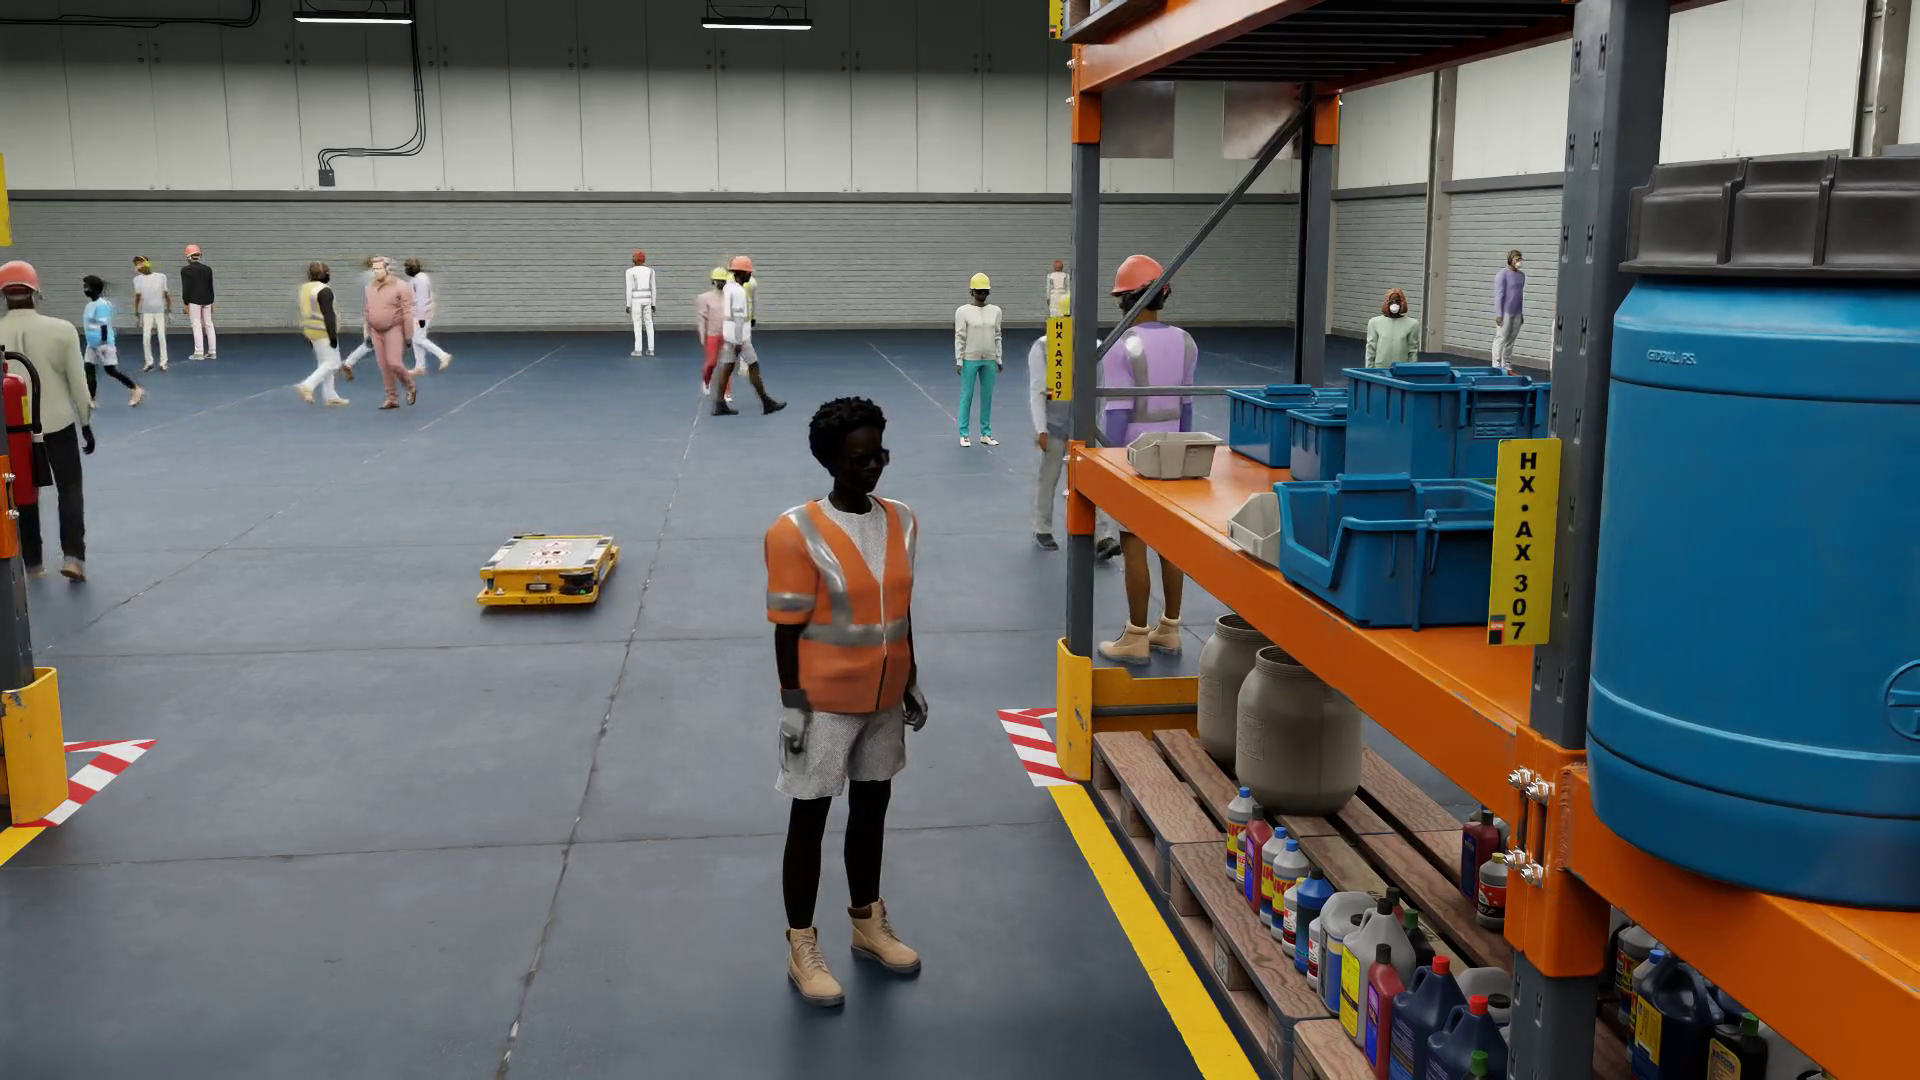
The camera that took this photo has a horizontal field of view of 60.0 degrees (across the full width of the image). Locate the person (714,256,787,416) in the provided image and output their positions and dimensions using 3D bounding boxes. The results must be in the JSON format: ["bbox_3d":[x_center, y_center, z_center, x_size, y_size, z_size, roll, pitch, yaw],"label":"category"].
[{"bbox_3d":[-2.552,-2.440,19.935,0.941,1.891,0.570,-5,12,-26],"label":"person"}]

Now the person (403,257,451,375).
[{"bbox_3d":[-8.285,-3.455,25.730,0.594,1.822,0.660,-5,11,-24],"label":"person"}]

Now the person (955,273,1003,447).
[{"bbox_3d":[0.203,-1.830,16.960,0.533,1.767,0.324,-5,11,-25],"label":"person"}]

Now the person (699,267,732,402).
[{"bbox_3d":[-3.154,-2.690,21.730,0.530,1.748,0.597,-4,11,-22],"label":"person"}]

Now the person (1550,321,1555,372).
[{"bbox_3d":[6.021,-1.640,16.297,0.503,1.629,0.283,-1,10,-7],"label":"person"}]

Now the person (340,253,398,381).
[{"bbox_3d":[-8.710,-3.272,24.520,0.921,1.898,0.629,-5,11,-24],"label":"person"}]

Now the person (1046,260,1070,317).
[{"bbox_3d":[2.073,-5.069,35.049,0.514,1.644,0.308,0,10,-1],"label":"person"}]

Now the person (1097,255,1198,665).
[{"bbox_3d":[0.904,-0.400,8.368,0.615,2.038,0.395,-9,14,-40],"label":"person"}]

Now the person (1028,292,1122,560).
[{"bbox_3d":[0.747,-0.764,11.066,0.598,1.779,0.943,-4,11,-19],"label":"person"}]

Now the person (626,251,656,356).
[{"bbox_3d":[-5.743,-4.255,29.929,0.585,1.882,0.337,-8,13,-37],"label":"person"}]

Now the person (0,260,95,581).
[{"bbox_3d":[-5.707,-0.717,10.273,0.624,2.002,0.477,-4,11,-19],"label":"person"}]

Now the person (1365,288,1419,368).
[{"bbox_3d":[4.202,-1.629,16.221,0.499,1.633,0.286,2,10,9],"label":"person"}]

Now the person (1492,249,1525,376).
[{"bbox_3d":[8.328,-3.421,25.208,0.631,1.938,0.362,-8,13,-36],"label":"person"}]

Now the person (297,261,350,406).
[{"bbox_3d":[-8.021,-2.568,20.829,0.609,1.830,0.640,-9,14,-41],"label":"person"}]

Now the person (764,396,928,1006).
[{"bbox_3d":[-0.312,0.440,4.701,0.529,1.697,0.321,-10,14,-43],"label":"person"}]

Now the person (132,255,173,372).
[{"bbox_3d":[-12.764,-3.569,26.315,0.586,1.840,0.409,-3,11,-15],"label":"person"}]

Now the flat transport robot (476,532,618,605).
[{"bbox_3d":[-2.492,0.159,10.155,0.652,0.197,1.431,-1,10,-5],"label":"flat transport robot"}]

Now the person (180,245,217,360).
[{"bbox_3d":[-13.292,-4.140,28.993,0.395,1.994,0.612,5,12,27],"label":"person"}]

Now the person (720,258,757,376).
[{"bbox_3d":[-3.484,-3.470,25.845,0.649,1.800,0.910,-4,11,-23],"label":"person"}]

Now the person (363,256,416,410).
[{"bbox_3d":[-7.093,-2.558,20.614,0.637,1.891,0.438,4,11,20],"label":"person"}]

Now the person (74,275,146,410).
[{"bbox_3d":[-10.606,-2.451,20.630,0.534,1.667,0.779,10,14,43],"label":"person"}]
